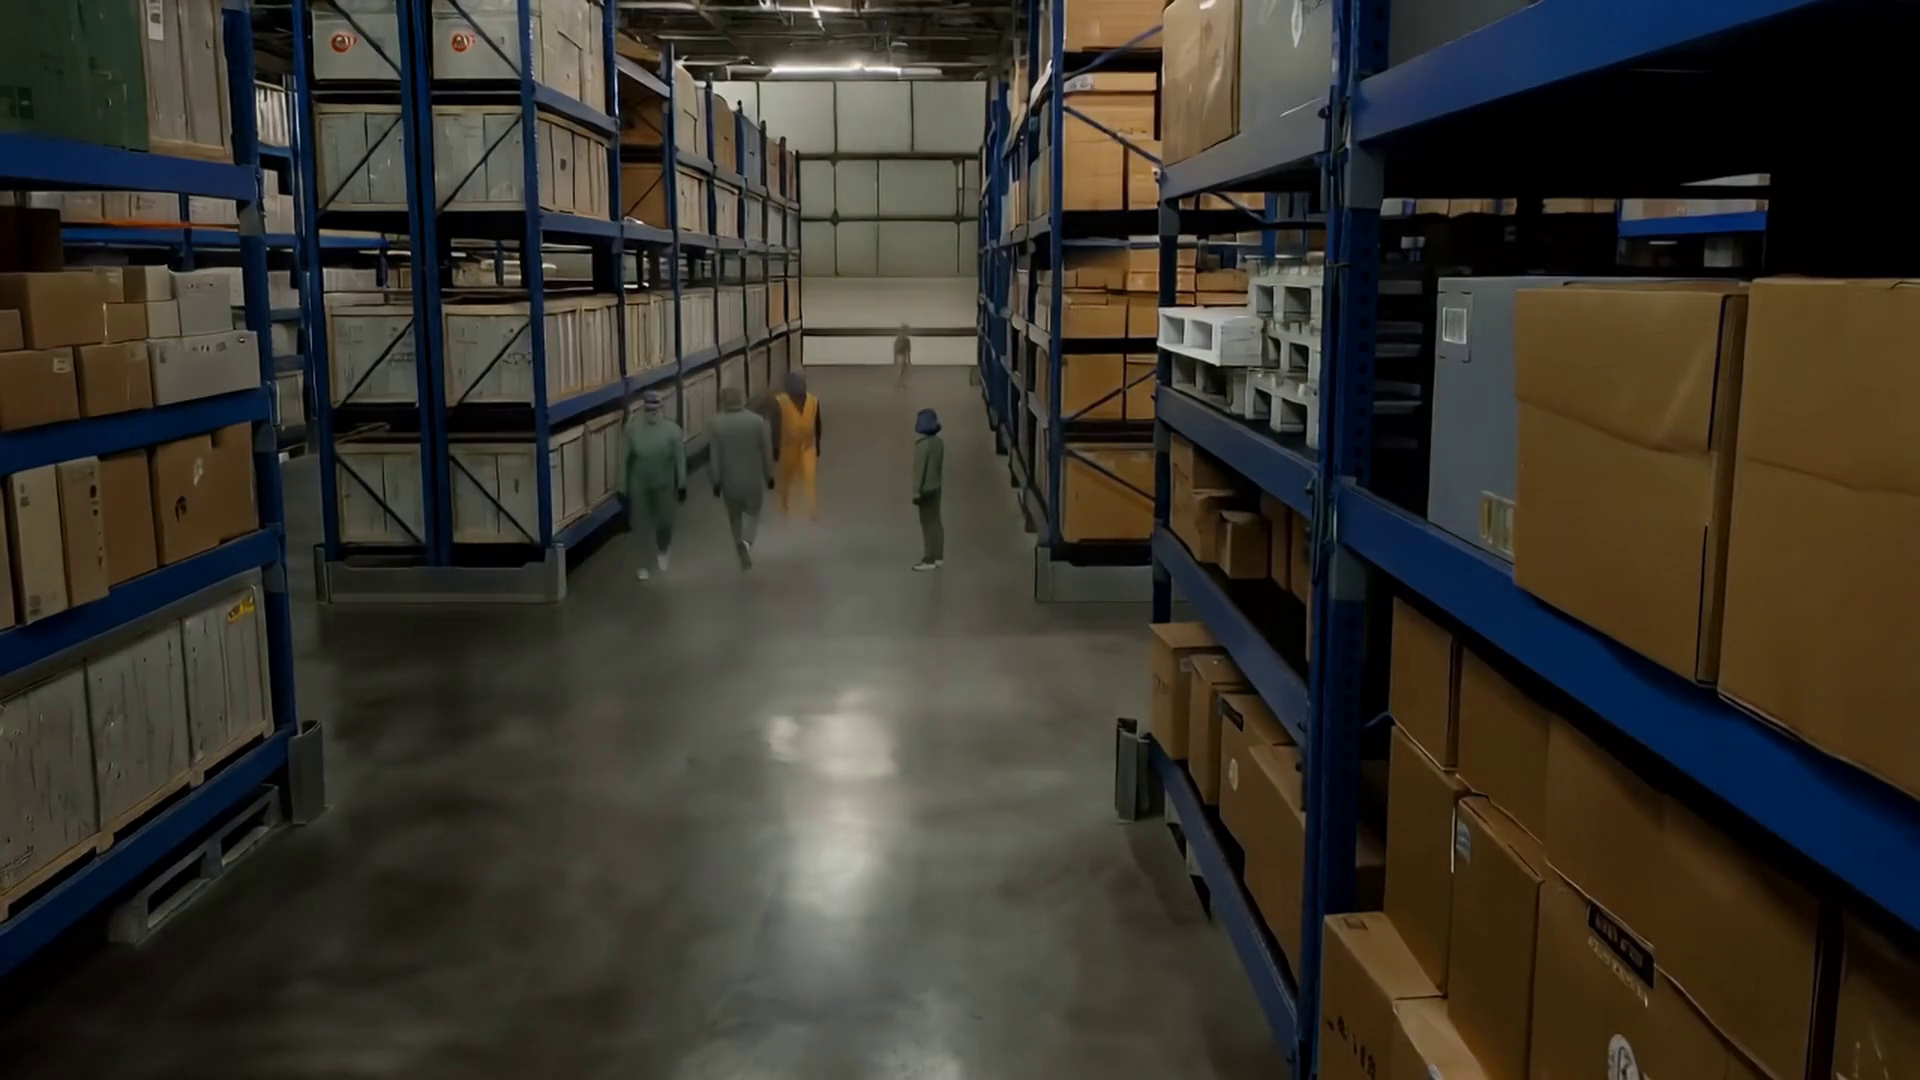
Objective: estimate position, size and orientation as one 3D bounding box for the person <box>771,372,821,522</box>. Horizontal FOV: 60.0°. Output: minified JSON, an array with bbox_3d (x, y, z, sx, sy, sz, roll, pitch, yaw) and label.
[{"bbox_3d":[-2.000,-1.149,20.227,0.644,1.802,0.955,-4,10,-23],"label":"person"}]

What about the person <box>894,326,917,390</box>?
[{"bbox_3d":[-1.408,-4.605,42.002,0.521,1.598,0.780,7,11,35],"label":"person"}]

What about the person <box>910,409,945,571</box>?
[{"bbox_3d":[-0.323,-0.501,16.742,0.279,1.633,0.500,4,10,25],"label":"person"}]

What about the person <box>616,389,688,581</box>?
[{"bbox_3d":[-3.001,-0.542,16.237,0.699,1.884,0.482,-2,9,-11],"label":"person"}]

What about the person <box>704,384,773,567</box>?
[{"bbox_3d":[-2.263,-0.648,16.923,0.667,1.878,0.748,0,9,3],"label":"person"}]
